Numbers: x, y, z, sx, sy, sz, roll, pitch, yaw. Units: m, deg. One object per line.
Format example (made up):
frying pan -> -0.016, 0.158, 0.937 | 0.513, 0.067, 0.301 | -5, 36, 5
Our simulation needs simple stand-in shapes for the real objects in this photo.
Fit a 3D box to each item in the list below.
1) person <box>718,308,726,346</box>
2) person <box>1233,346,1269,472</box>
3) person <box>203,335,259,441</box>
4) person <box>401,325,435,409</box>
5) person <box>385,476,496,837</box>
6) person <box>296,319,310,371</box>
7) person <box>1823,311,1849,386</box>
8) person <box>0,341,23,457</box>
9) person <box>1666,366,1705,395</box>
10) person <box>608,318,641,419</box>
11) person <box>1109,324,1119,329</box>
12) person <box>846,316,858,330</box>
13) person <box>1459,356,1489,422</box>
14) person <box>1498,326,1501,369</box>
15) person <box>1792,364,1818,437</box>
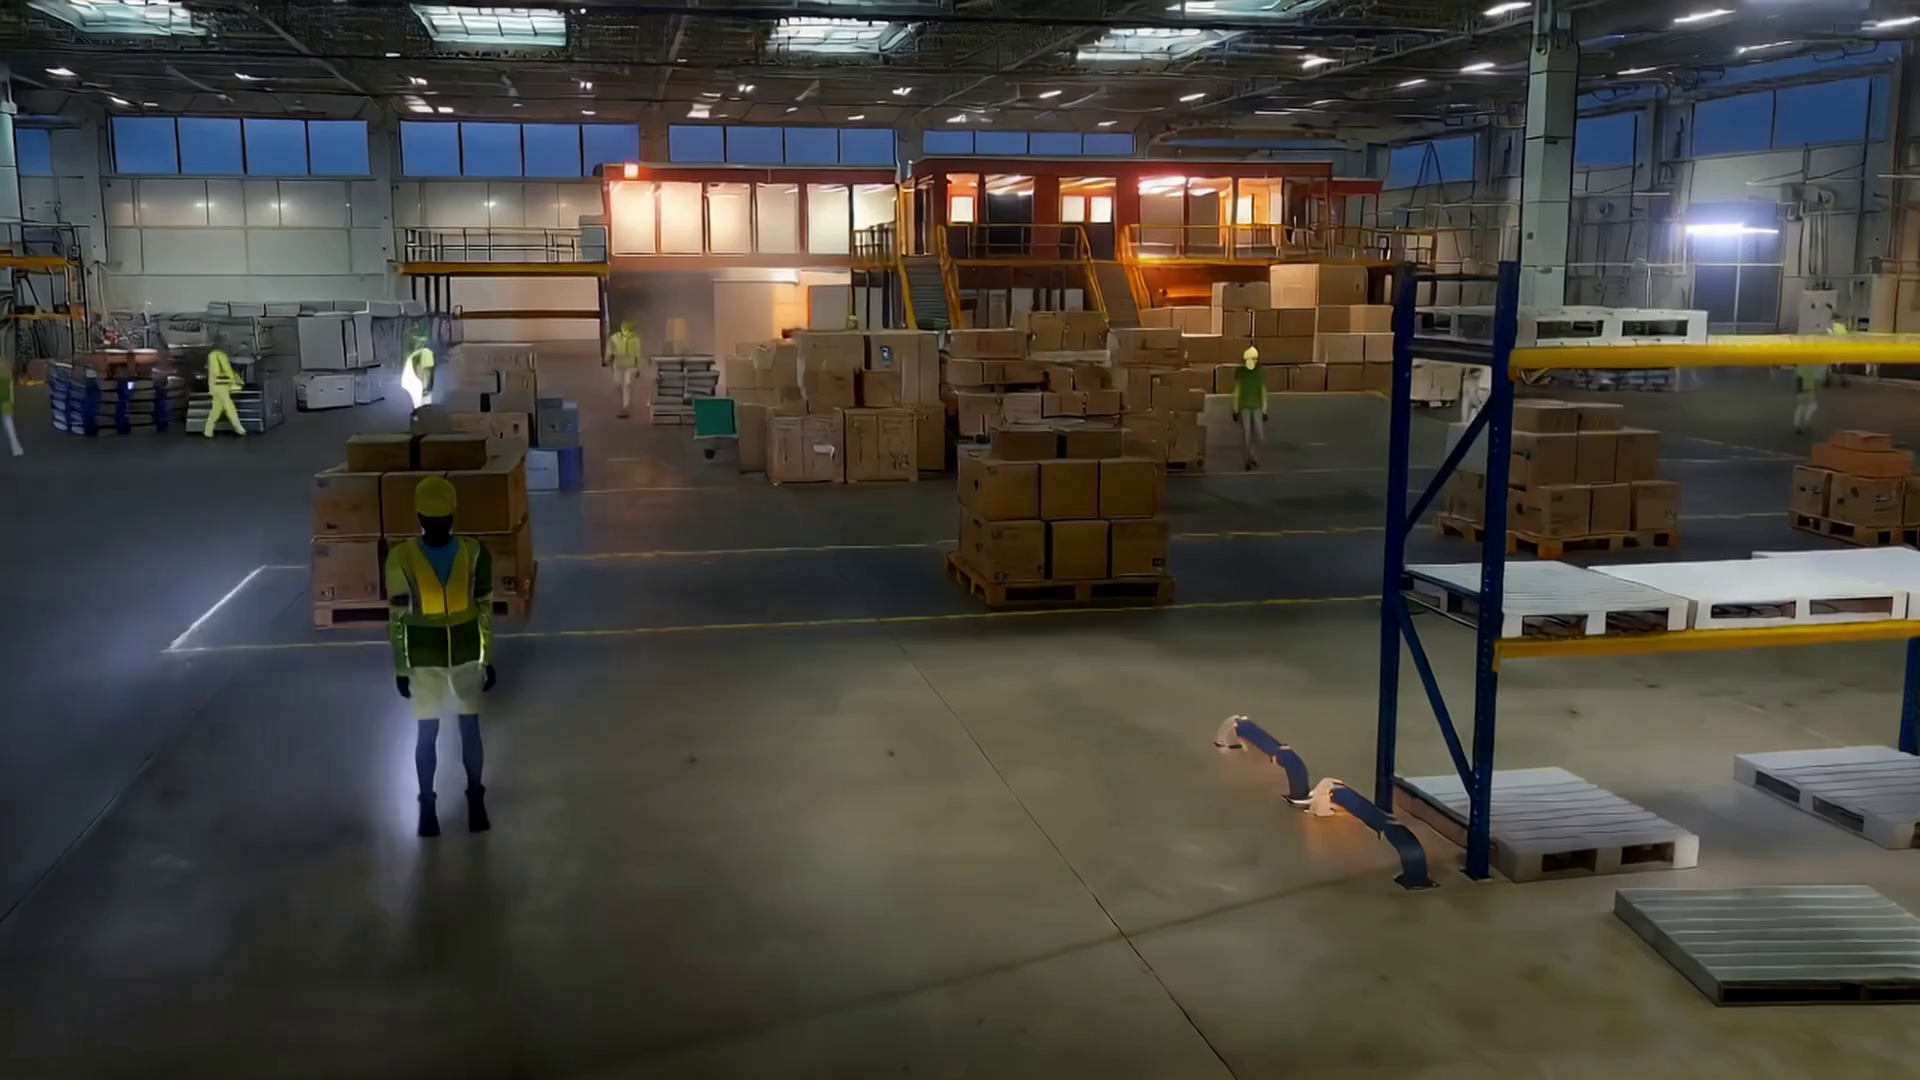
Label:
person -> -8.993, -8.240, 62.955 | 0.835, 1.865, 0.393 | 8, 12, 39
person -> 4.294, -1.920, 24.447 | 0.564, 1.851, 0.400 | -1, 9, -6
person -> -12.656, -2.612, 28.719 | 1.003, 1.826, 0.582 | -1, 9, -8
person -> -9.142, -2.609, 28.082 | 0.536, 2.000, 0.683 | -5, 11, -29
person -> -2.721, 0.616, 8.785 | 0.539, 1.930, 0.385 | -4, 10, -25
person -> -15.987, -4.514, 40.532 | 0.312, 1.768, 0.524 | -1, 9, -5
person -> 22.002, -4.783, 41.702 | 0.544, 1.920, 0.778 | 1, 9, 4
person -> -15.218, -2.239, 26.294 | 0.993, 1.883, 0.568 | 9, 13, 44
person -> 17.178, -4.357, 39.128 | 1.027, 1.923, 0.647 | -3, 10, -17
person -> -6.668, -3.418, 33.087 | 0.652, 2.015, 0.567 | -1, 9, -7
person -> 2.932, -3.308, 32.761 | 0.640, 1.913, 0.864 | -9, 13, -44
person -> -2.440, -4.220, 38.396 | 0.958, 1.883, 0.592 | 7, 12, 37
person -> 9.498, -2.920, 30.703 | 0.564, 1.811, 0.667 | 7, 11, 35
person -> 14.817, -5.398, 45.442 | 0.525, 1.928, 0.628 | 4, 10, 21
person -> 14.995, -2.663, 29.493 | 0.548, 1.679, 0.381 | -8, 12, -39
